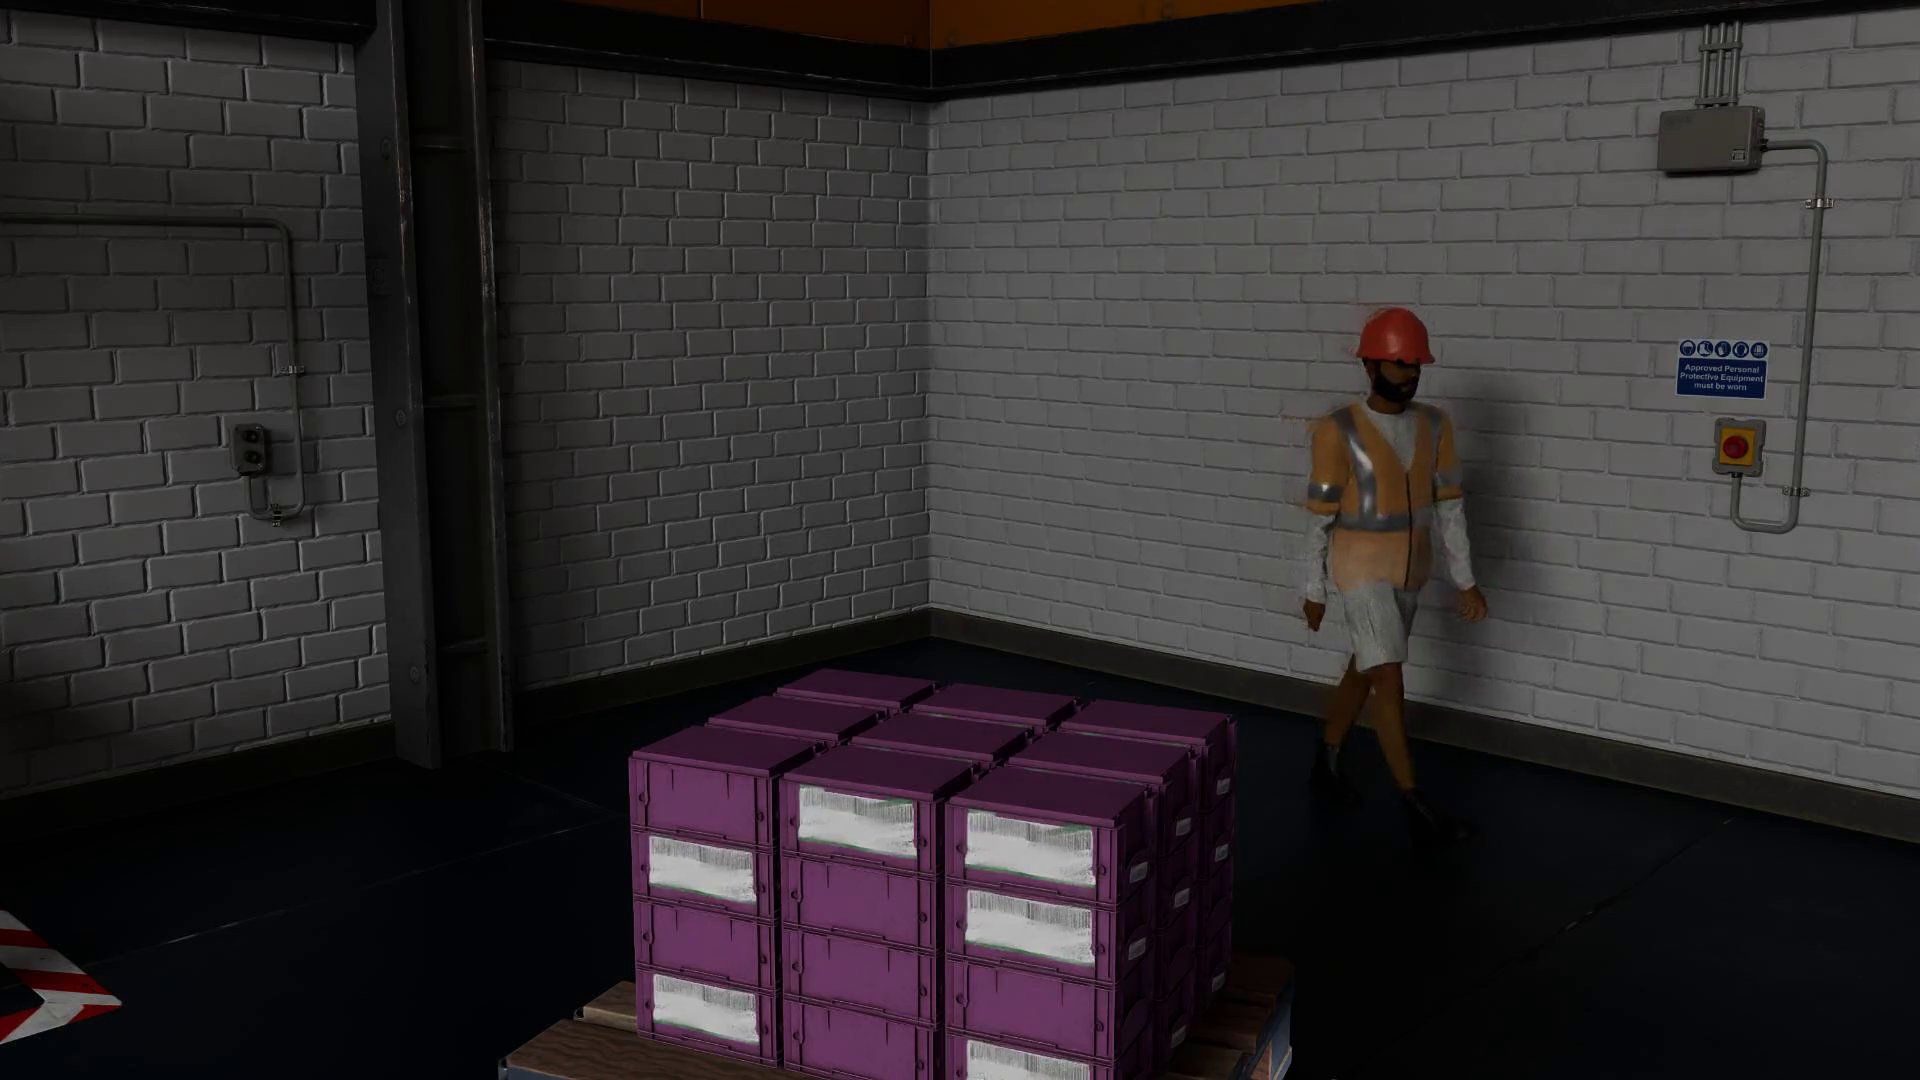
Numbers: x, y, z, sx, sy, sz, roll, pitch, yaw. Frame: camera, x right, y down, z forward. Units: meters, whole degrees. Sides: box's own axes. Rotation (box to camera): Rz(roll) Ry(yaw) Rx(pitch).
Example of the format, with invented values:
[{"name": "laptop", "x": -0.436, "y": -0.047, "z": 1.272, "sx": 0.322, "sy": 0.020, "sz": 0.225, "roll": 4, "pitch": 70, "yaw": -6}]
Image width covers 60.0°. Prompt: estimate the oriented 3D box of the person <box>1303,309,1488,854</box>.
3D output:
[{"name": "person", "x": 1.543, "y": 0.124, "z": 5.943, "sx": 0.553, "sy": 1.879, "sz": 1.033, "roll": -4, "pitch": 10, "yaw": -24}]
